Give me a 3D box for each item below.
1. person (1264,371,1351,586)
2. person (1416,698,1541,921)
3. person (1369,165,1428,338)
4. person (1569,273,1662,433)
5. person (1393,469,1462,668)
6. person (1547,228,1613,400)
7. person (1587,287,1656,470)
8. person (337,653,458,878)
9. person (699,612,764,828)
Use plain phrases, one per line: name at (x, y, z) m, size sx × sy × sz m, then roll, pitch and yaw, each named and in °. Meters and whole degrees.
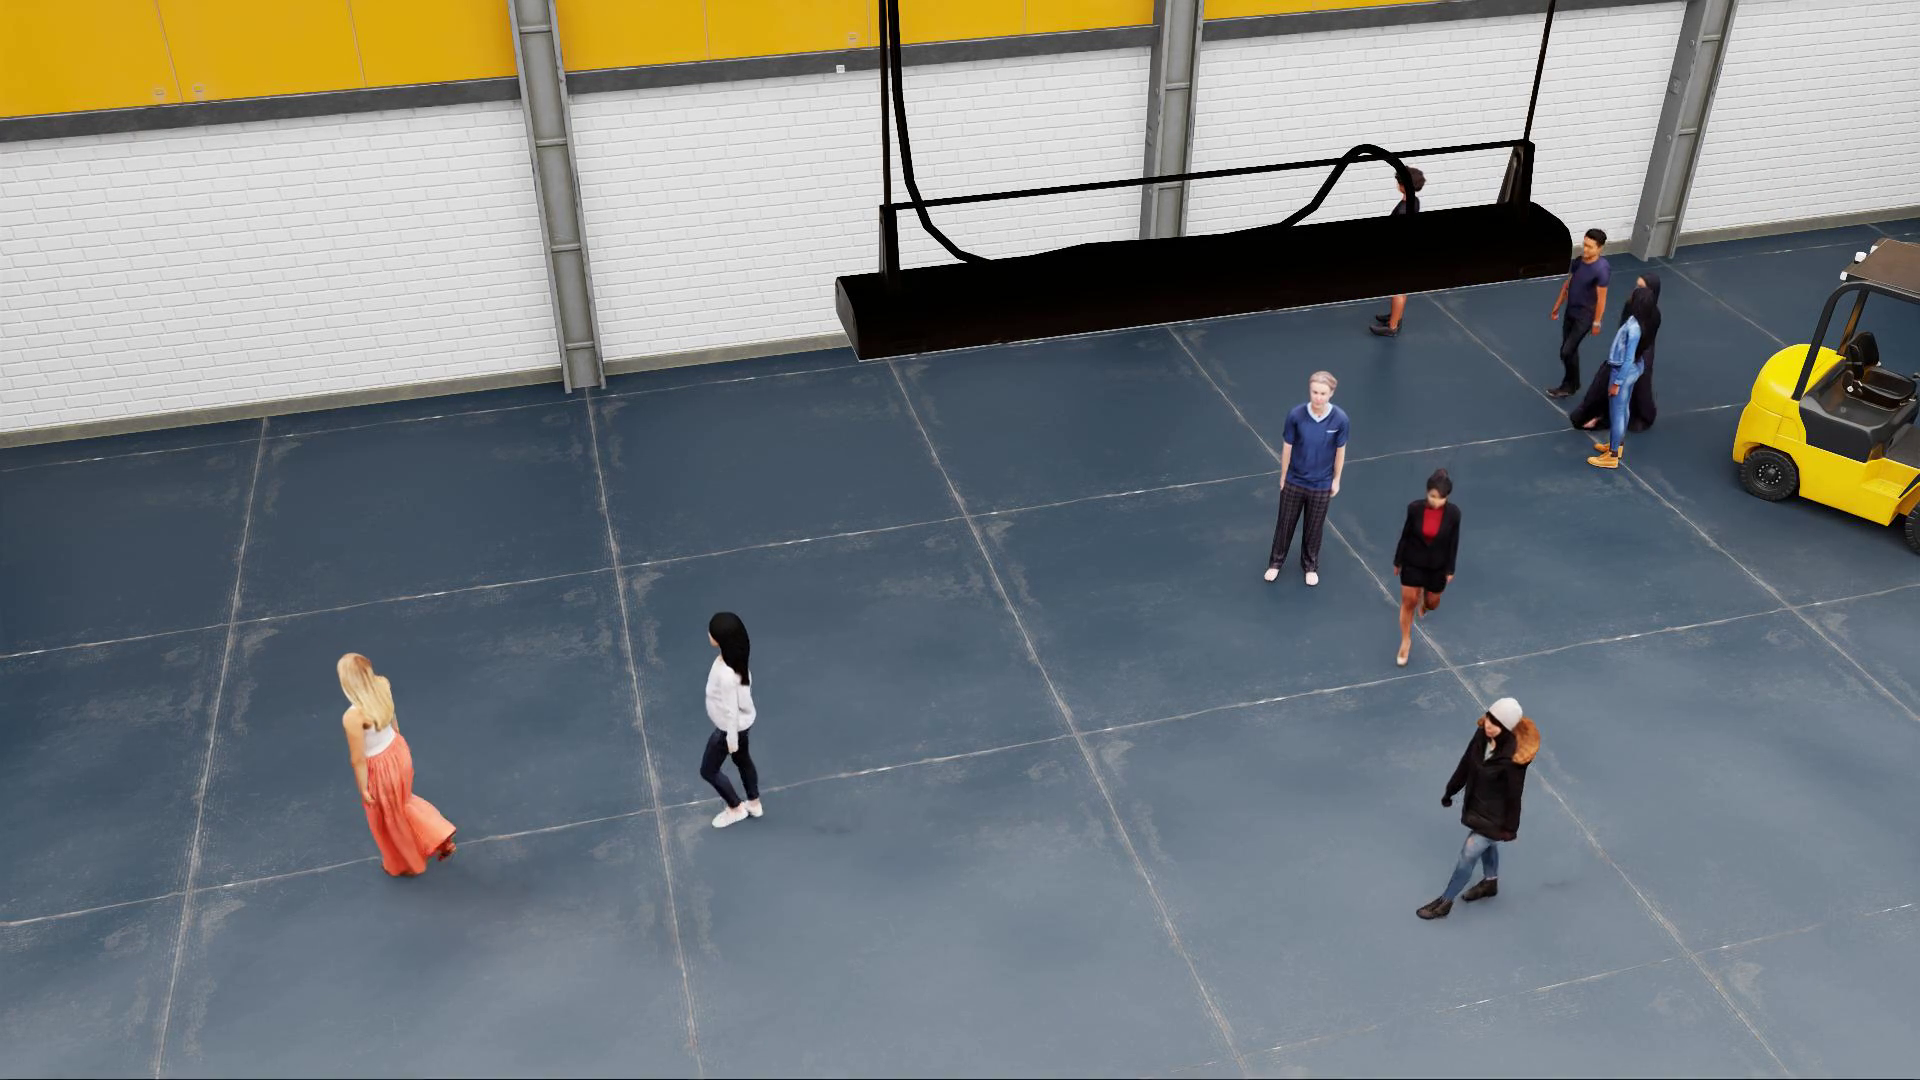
person at (2.753, -0.495, 13.136) m, size 0.667 × 1.871 × 0.804 m, roll 7°, pitch 34°, yaw 10°
person at (3.300, 1.620, 10.191) m, size 0.860 × 1.610 × 0.655 m, roll -10°, pitch 35°, yaw -15°
person at (4.488, -2.928, 16.866) m, size 0.749 × 1.794 × 0.694 m, roll 16°, pitch 37°, yaw 23°
person at (6.216, -1.699, 15.191) m, size 1.084 × 1.601 × 0.600 m, roll -8°, pitch 34°, yaw -12°
person at (3.443, 0.179, 12.346) m, size 0.874 × 1.624 × 0.895 m, roll 10°, pitch 35°, yaw 15°
person at (5.931, -2.126, 15.679) m, size 0.579 × 1.773 × 0.675 m, roll -6°, pitch 34°, yaw -9°
person at (5.890, -1.445, 14.710) m, size 0.745 × 1.711 × 0.673 m, roll 20°, pitch 38°, yaw 27°
person at (-3.473, 1.437, 10.303) m, size 0.933 × 1.790 × 0.839 m, roll 9°, pitch 35°, yaw 13°
person at (-1.394, 1.178, 10.781) m, size 0.692 × 1.692 × 0.714 m, roll 0°, pitch 34°, yaw 0°
